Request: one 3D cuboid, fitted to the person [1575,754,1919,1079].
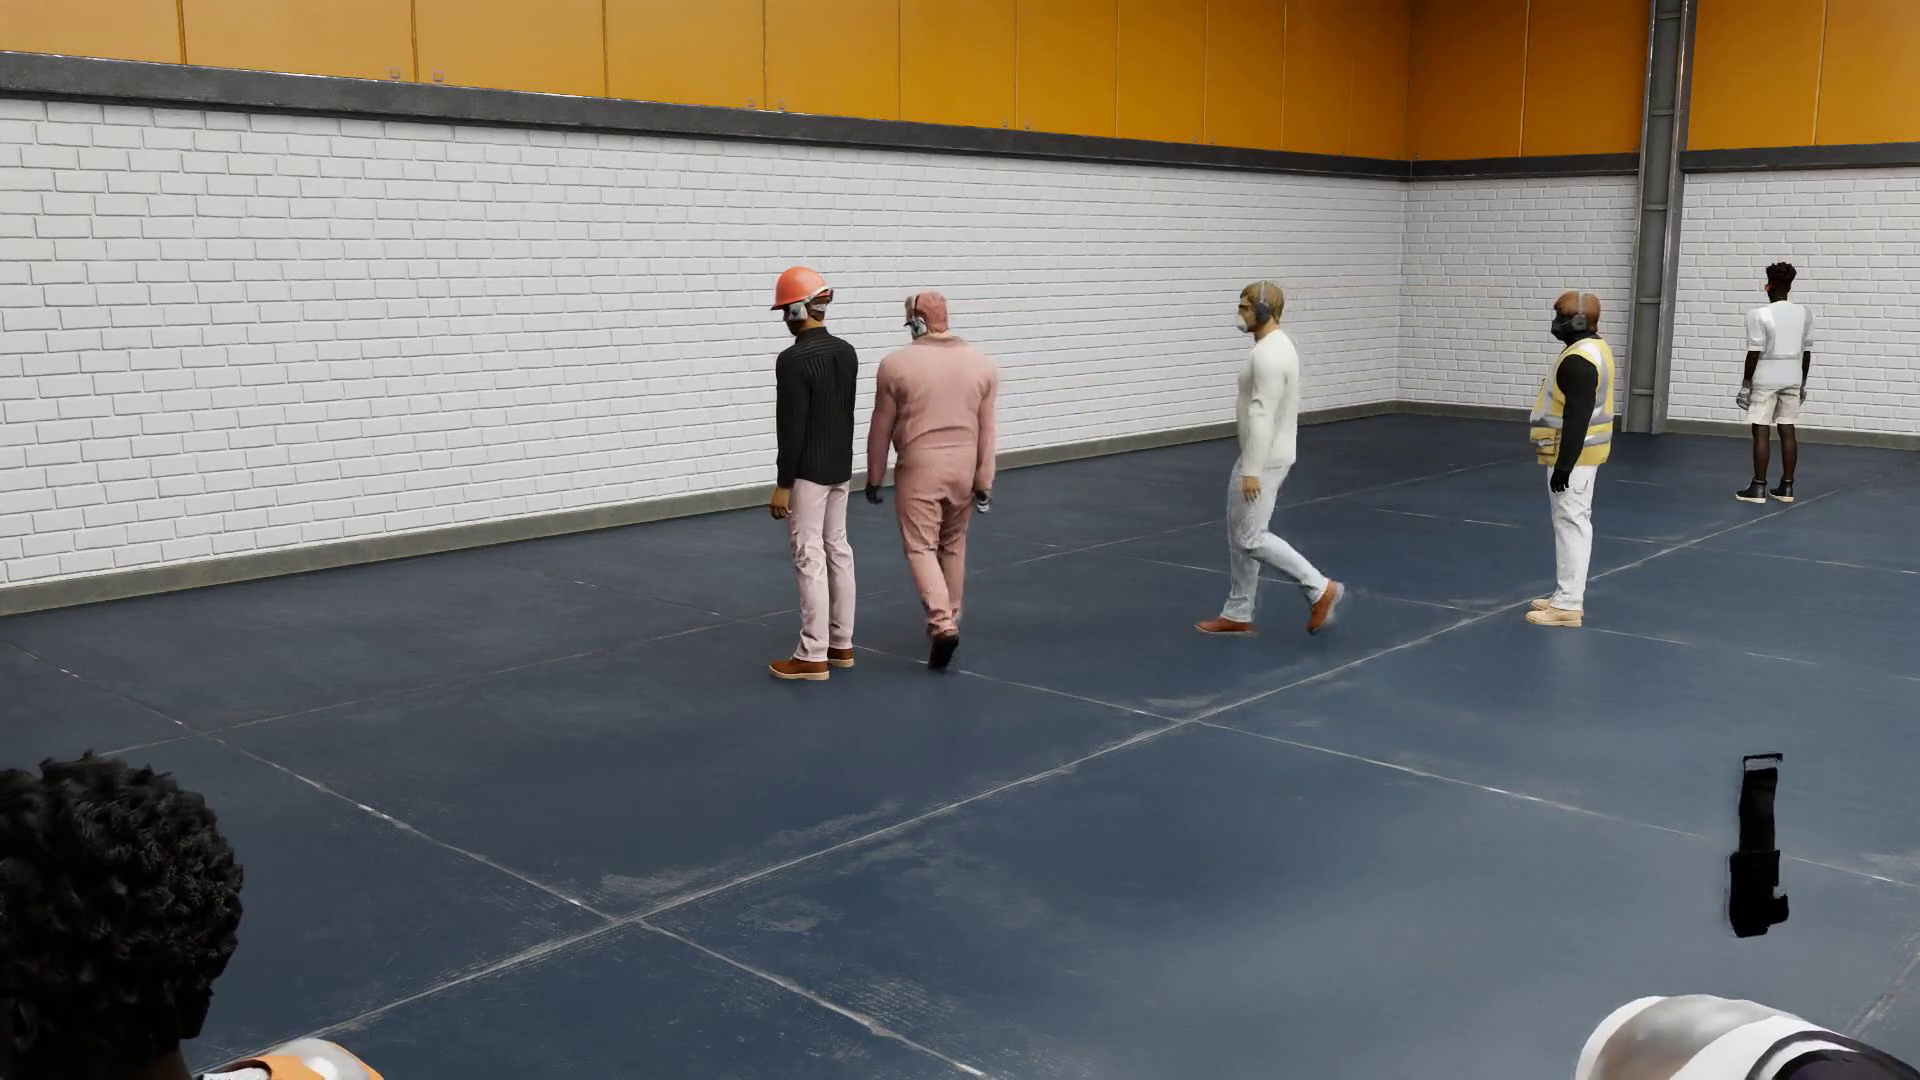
[{"bbox_3d":[0.513,0.965,1.035,0.352,1.881,0.576,-2,10,-11],"label":"person"}]

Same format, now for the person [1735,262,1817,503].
[{"bbox_3d":[6.653,-1.284,13.599,0.611,1.964,0.364,-2,10,-10],"label":"person"}]

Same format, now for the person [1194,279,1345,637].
[{"bbox_3d":[1.630,-0.401,8.716,0.693,1.919,0.644,1,10,8],"label":"person"}]

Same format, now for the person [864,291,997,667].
[{"bbox_3d":[-0.113,-0.322,8.407,0.640,1.868,0.863,-5,11,-26],"label":"person"}]

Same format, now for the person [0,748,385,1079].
[{"bbox_3d":[-0.634,1.001,1.389,0.321,1.691,0.532,3,10,17],"label":"person"}]

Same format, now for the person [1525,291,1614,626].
[{"bbox_3d":[3.366,-0.447,9.196,0.429,1.843,0.626,5,11,25],"label":"person"}]

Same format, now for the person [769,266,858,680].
[{"bbox_3d":[-0.719,-0.318,8.045,0.388,1.987,0.608,5,11,26],"label":"person"}]
